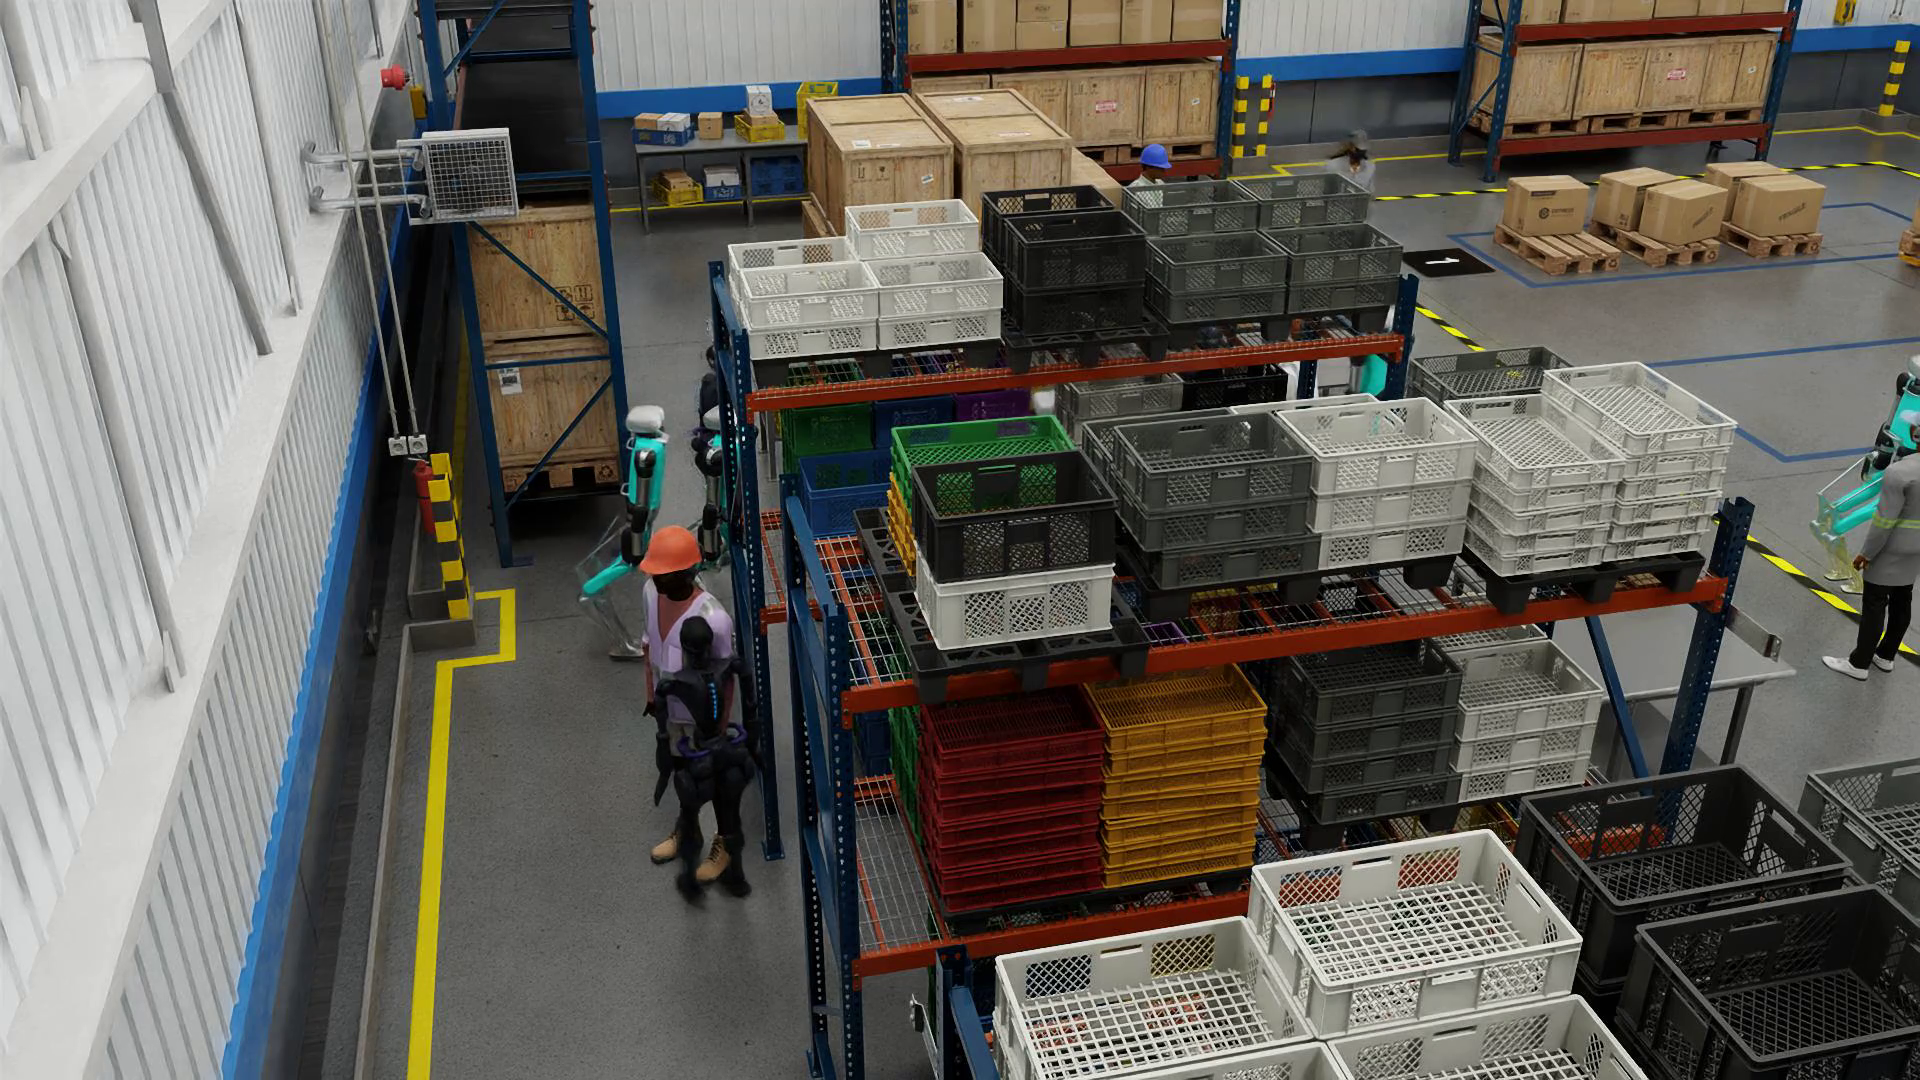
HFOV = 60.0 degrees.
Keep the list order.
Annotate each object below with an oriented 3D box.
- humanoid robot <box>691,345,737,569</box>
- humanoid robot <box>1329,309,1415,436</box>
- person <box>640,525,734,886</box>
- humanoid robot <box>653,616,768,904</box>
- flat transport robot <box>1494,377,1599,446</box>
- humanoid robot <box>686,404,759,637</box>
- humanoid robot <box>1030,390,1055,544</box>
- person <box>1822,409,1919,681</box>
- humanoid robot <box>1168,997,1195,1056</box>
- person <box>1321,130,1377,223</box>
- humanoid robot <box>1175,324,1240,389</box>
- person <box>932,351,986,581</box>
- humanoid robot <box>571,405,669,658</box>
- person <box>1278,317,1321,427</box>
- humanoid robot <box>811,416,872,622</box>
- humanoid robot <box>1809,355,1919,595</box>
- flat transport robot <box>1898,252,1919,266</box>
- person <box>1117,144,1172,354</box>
[{"bbox_3d":[-1.691,-0.591,11.663,0.467,1.634,0.614,-16,32,-28],"label":"humanoid robot"},{"bbox_3d":[2.866,-0.878,12.253,0.559,1.877,0.765,-13,30,-23],"label":"humanoid robot"},{"bbox_3d":[-1.407,0.844,8.540,0.606,2.048,0.367,21,34,34],"label":"person"},{"bbox_3d":[-1.269,1.114,8.416,0.613,1.650,0.340,-17,32,-29],"label":"humanoid robot"},{"bbox_3d":[4.780,-1.036,14.013,0.659,0.231,1.431,-6,28,-12],"label":"flat transport robot"},{"bbox_3d":[-1.631,-0.097,10.510,0.735,1.677,0.533,11,30,19],"label":"humanoid robot"},{"bbox_3d":[0.377,-0.101,10.645,0.949,1.740,0.565,-10,30,-19],"label":"humanoid robot"},{"bbox_3d":[5.810,0.015,10.320,0.588,1.852,0.372,-11,30,-20],"label":"person"},{"bbox_3d":[0.550,2.383,6.014,0.816,1.849,0.550,0,28,0],"label":"humanoid robot"},{"bbox_3d":[3.829,-3.213,16.543,0.576,1.745,0.423,-3,28,-6],"label":"person"},{"bbox_3d":[1.912,-1.163,12.780,0.600,1.628,0.769,-10,29,-18],"label":"humanoid robot"},{"bbox_3d":[0.033,-0.407,11.141,0.404,1.832,0.593,21,34,34],"label":"person"},{"bbox_3d":[-2.169,0.018,10.485,0.773,1.804,0.541,-1,28,-2],"label":"humanoid robot"},{"bbox_3d":[2.321,-0.681,11.608,0.356,1.882,0.572,10,29,18],"label":"person"},{"bbox_3d":[-0.823,-0.231,10.960,0.599,1.655,0.315,10,29,18],"label":"humanoid robot"},{"bbox_3d":[6.075,-0.430,11.142,0.735,1.677,0.533,-1,28,-2],"label":"humanoid robot"},{"bbox_3d":[10.639,-2.854,17.431,0.652,0.197,1.431,-6,28,-12],"label":"flat transport robot"},{"bbox_3d":[1.712,-2.699,15.380,0.412,1.939,0.607,19,33,32],"label":"person"}]
